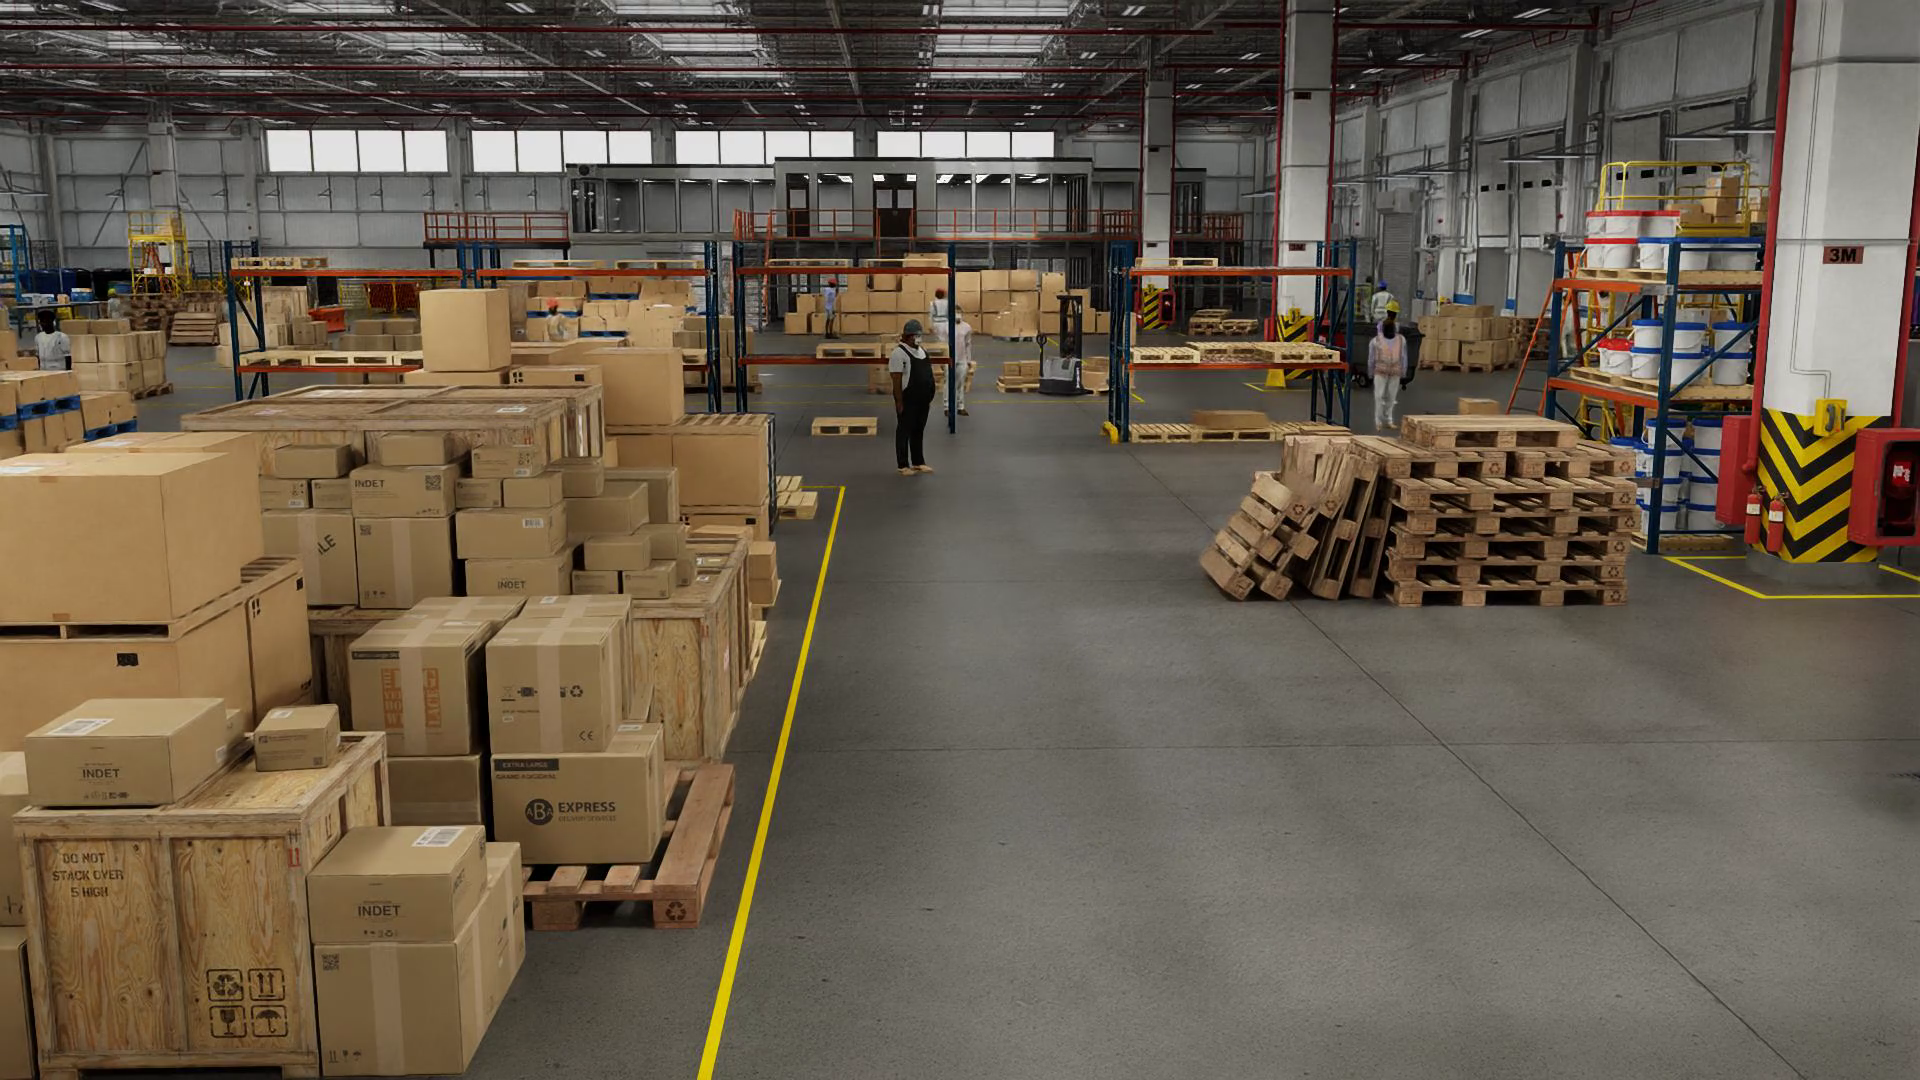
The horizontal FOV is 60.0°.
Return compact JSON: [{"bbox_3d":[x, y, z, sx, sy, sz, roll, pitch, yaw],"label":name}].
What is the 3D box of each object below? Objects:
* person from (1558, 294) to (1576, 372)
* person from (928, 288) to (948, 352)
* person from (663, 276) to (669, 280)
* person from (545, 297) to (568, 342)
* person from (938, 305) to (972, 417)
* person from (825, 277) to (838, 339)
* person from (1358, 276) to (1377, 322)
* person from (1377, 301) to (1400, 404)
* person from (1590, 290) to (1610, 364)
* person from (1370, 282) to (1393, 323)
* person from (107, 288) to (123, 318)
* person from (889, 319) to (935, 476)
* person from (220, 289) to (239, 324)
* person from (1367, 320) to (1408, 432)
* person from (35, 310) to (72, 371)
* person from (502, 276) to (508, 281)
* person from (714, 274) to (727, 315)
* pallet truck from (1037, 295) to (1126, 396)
[{"bbox_3d":[14.145,-4.845,38.942,0.538,1.812,0.986,0,10,-2],"label":"person"},{"bbox_3d":[-0.502,-5.412,41.933,0.614,1.873,0.413,-2,10,-12],"label":"person"},{"bbox_3d":[-10.705,-8.789,60.894,0.731,1.817,0.538,9,13,41],"label":"person"},{"bbox_3d":[-8.191,-4.016,34.025,0.570,1.919,0.613,5,11,25],"label":"person"},{"bbox_3d":[-0.076,-3.122,28.994,0.632,1.940,0.368,-5,11,-26],"label":"person"},{"bbox_3d":[-4.012,-7.229,51.887,0.376,1.933,0.551,-5,12,-28],"label":"person"},{"bbox_3d":[14.654,-8.579,59.815,0.643,1.795,0.953,0,10,-2],"label":"person"},{"bbox_3d":[8.036,-3.499,31.133,0.594,1.922,0.376,-8,13,-39],"label":"person"},{"bbox_3d":[16.004,-5.373,41.410,0.406,1.984,0.612,-1,10,-7],"label":"person"},{"bbox_3d":[11.917,-6.330,46.966,0.645,1.897,0.964,2,10,13],"label":"person"},{"bbox_3d":[-24.179,-6.363,47.679,0.774,1.719,0.492,3,11,17],"label":"person"},{"bbox_3d":[-0.578,-1.859,21.678,0.538,2.000,0.684,7,12,34],"label":"person"},{"bbox_3d":[-18.461,-5.406,42.001,0.499,1.839,0.745,0,10,-1],"label":"person"},{"bbox_3d":[6.885,-2.654,26.844,0.639,1.799,0.657,0,10,-1],"label":"person"},{"bbox_3d":[-14.331,-2.649,26.284,0.613,1.963,0.361,2,10,12],"label":"person"},{"bbox_3d":[-15.635,-8.168,57.231,0.599,1.897,0.755,4,11,21],"label":"person"},{"bbox_3d":[-8.932,-8.836,61.107,0.946,1.834,0.582,2,10,11],"label":"person"},{"bbox_3d":[2.483,-3.881,33.060,1.885,1.965,0.823,-7,13,-36],"label":"pallet truck"}]
